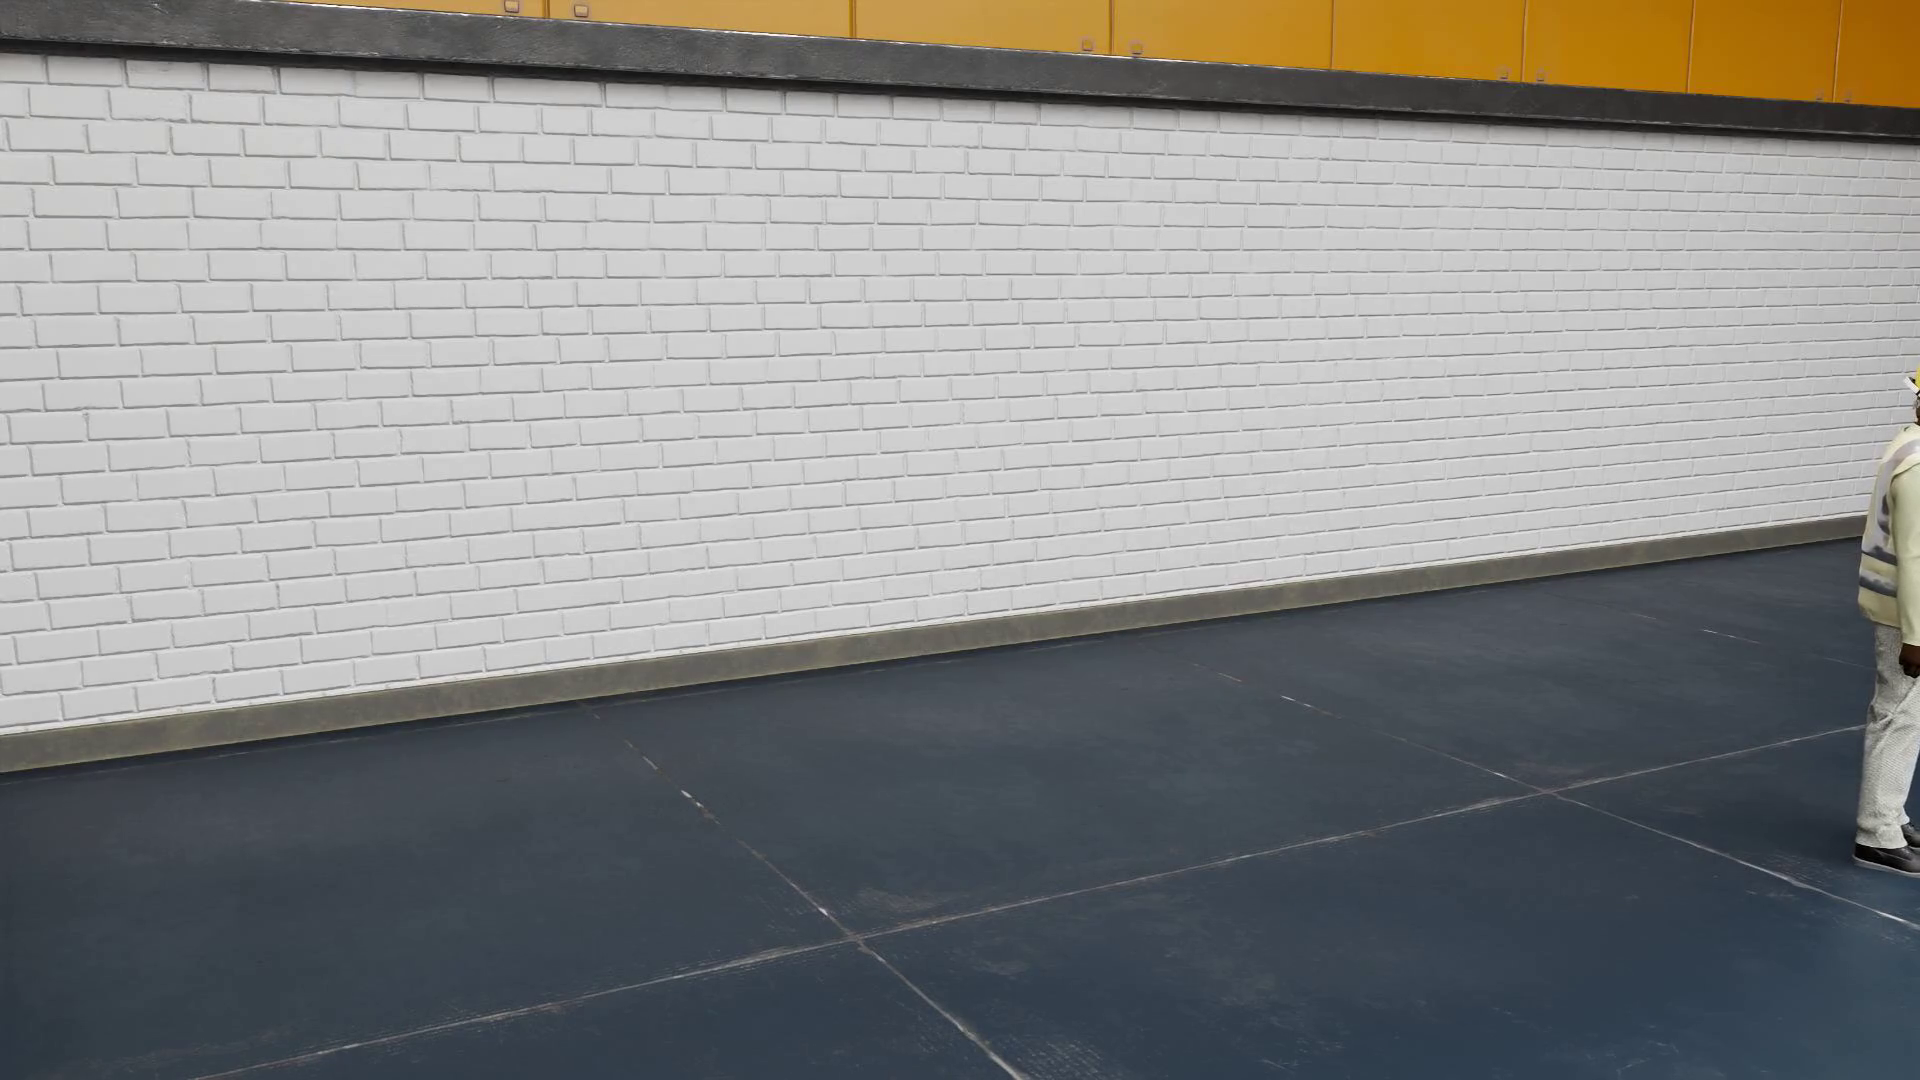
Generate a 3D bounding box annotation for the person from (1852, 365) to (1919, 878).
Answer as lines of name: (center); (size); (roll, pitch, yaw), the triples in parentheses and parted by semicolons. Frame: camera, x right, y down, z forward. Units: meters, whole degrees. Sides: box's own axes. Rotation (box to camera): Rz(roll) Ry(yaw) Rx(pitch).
person: (3.299, 0.240, 5.699); (0.403, 1.825, 0.591); (6, 11, 29)
